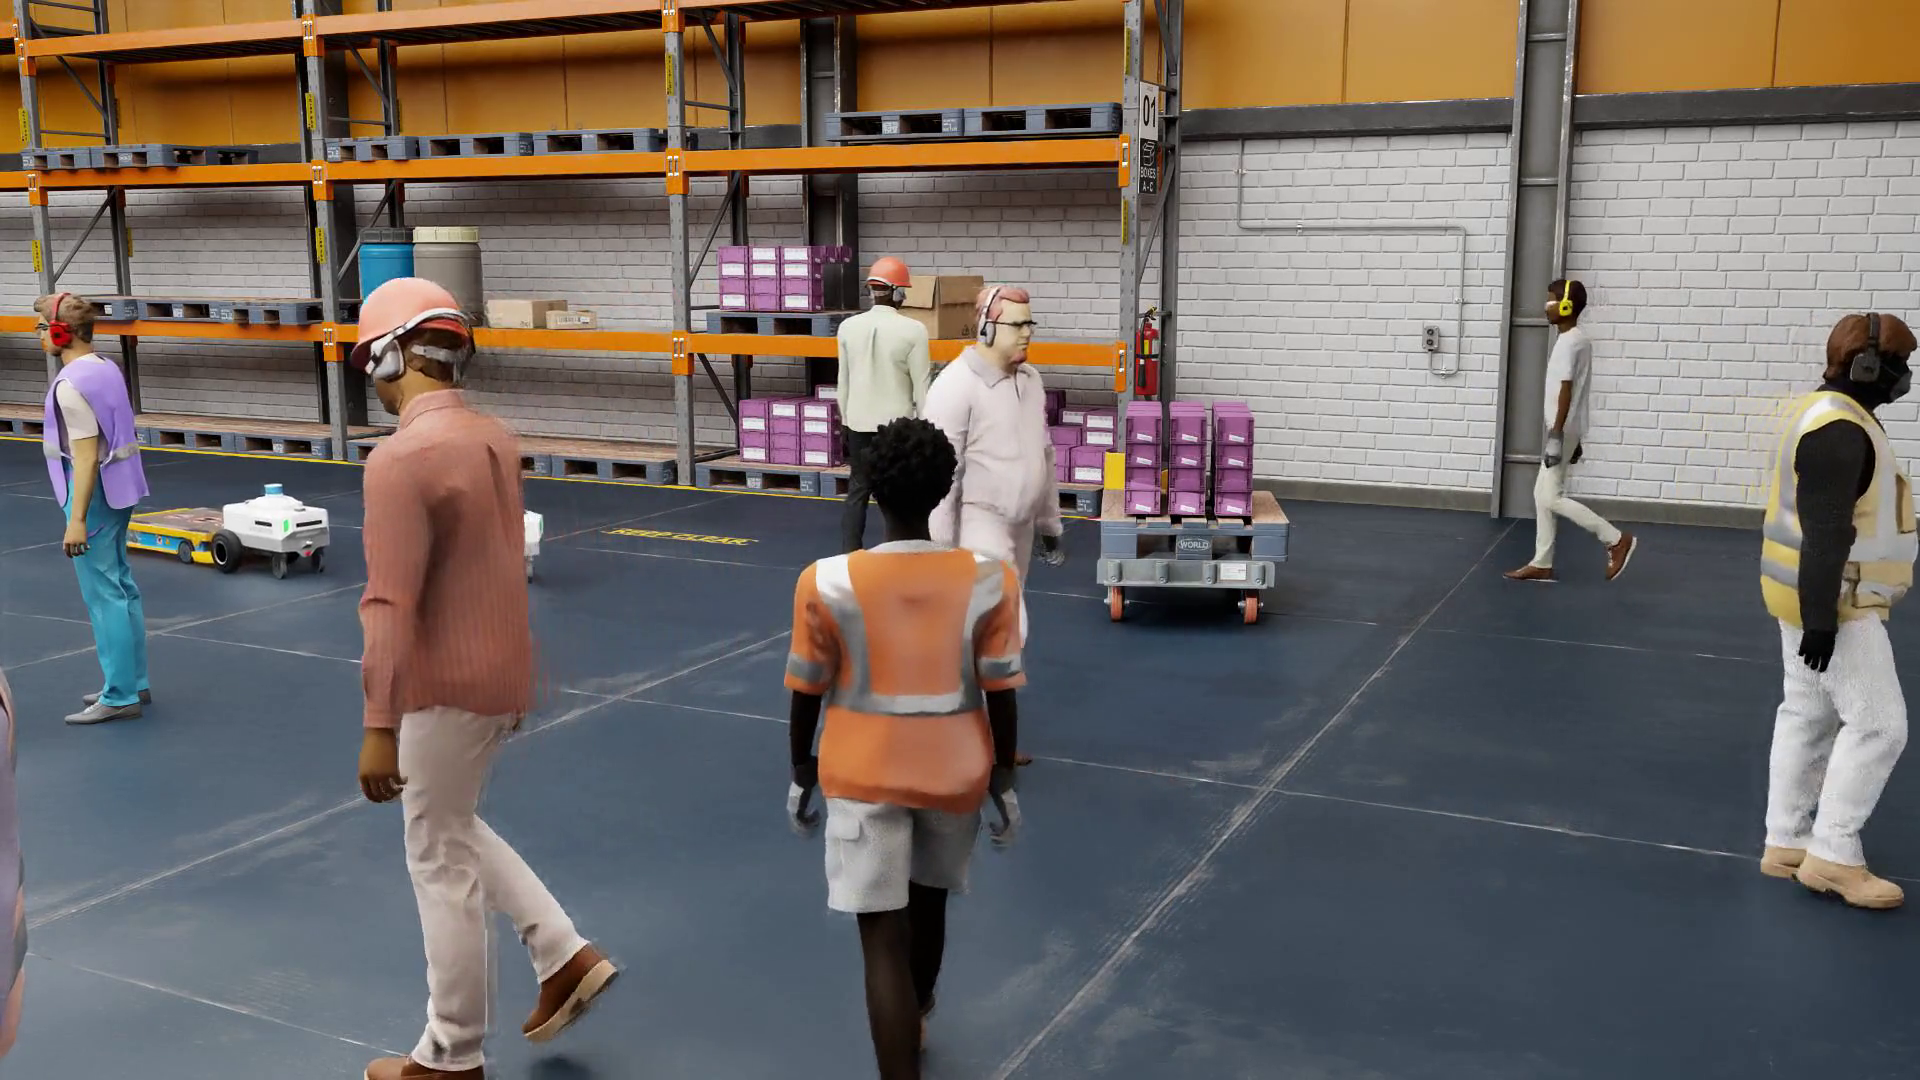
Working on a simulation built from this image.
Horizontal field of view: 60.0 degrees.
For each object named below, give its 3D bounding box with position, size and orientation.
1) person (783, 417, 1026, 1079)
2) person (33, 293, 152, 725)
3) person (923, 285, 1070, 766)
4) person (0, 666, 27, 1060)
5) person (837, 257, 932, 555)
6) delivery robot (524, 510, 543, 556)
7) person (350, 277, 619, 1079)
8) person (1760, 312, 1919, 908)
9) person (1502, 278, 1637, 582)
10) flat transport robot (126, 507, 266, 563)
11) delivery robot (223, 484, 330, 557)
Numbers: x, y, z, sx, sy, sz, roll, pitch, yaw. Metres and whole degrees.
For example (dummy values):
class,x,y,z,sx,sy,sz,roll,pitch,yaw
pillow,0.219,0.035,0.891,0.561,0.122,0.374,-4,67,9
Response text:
class,x,y,z,sx,sy,sz,roll,pitch,yaw
person,-0.128,0.544,3.817,0.540,1.652,0.857,-2,10,-12
person,-3.696,-0.134,7.143,0.372,1.840,0.570,-2,10,-13
person,0.148,-0.024,6.398,0.469,1.891,0.664,6,11,30
person,-1.526,0.715,2.293,0.633,1.841,0.429,8,13,38
person,-0.441,-0.706,10.049,0.637,1.981,0.428,4,11,23
delivery robot,-2.881,-0.036,9.999,0.707,0.478,0.477,-7,12,-36
person,-1.179,0.359,3.975,0.567,1.961,0.688,1,10,3
person,2.799,0.213,5.179,0.572,1.829,0.662,5,11,25
person,3.691,-0.633,9.967,0.677,1.856,0.521,4,11,22
flat transport robot,-5.092,-0.046,11.138,1.431,0.197,0.652,6,12,32
delivery robot,-4.275,-0.106,10.401,0.707,0.478,0.477,7,12,34
